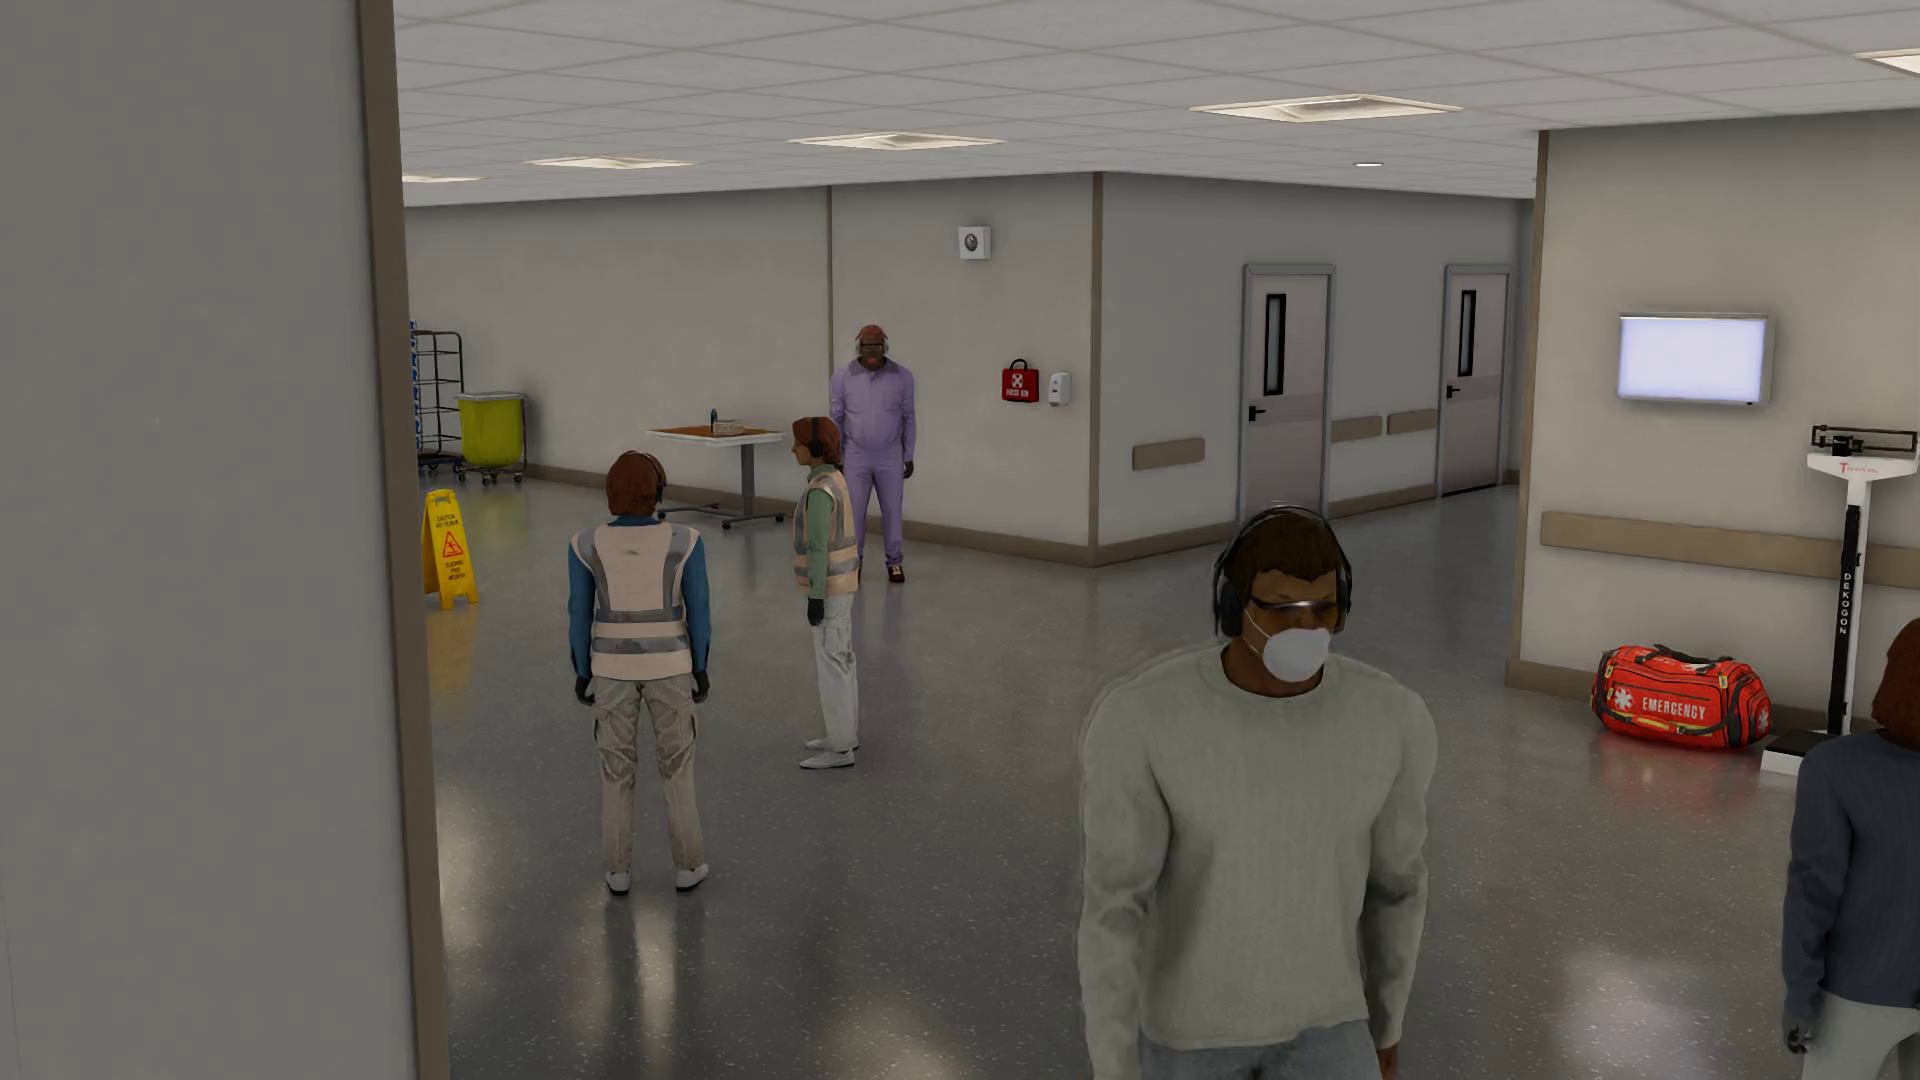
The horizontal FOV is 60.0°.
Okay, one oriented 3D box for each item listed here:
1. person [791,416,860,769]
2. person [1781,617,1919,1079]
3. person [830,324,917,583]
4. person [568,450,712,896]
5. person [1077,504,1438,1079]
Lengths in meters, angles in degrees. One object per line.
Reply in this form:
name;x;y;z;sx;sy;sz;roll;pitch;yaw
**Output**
person;-0.623;0.238;7.719;0.318;1.630;0.514;0;9;1
person;1.923;0.942;3.377;0.498;1.634;0.278;1;9;6
person;-0.631;-0.623;12.179;0.636;1.899;0.401;-1;9;-5
person;-1.168;0.494;6.103;0.515;1.641;0.314;-1;9;-4
person;0.524;0.896;2.851;0.643;1.899;0.929;0;9;-2
